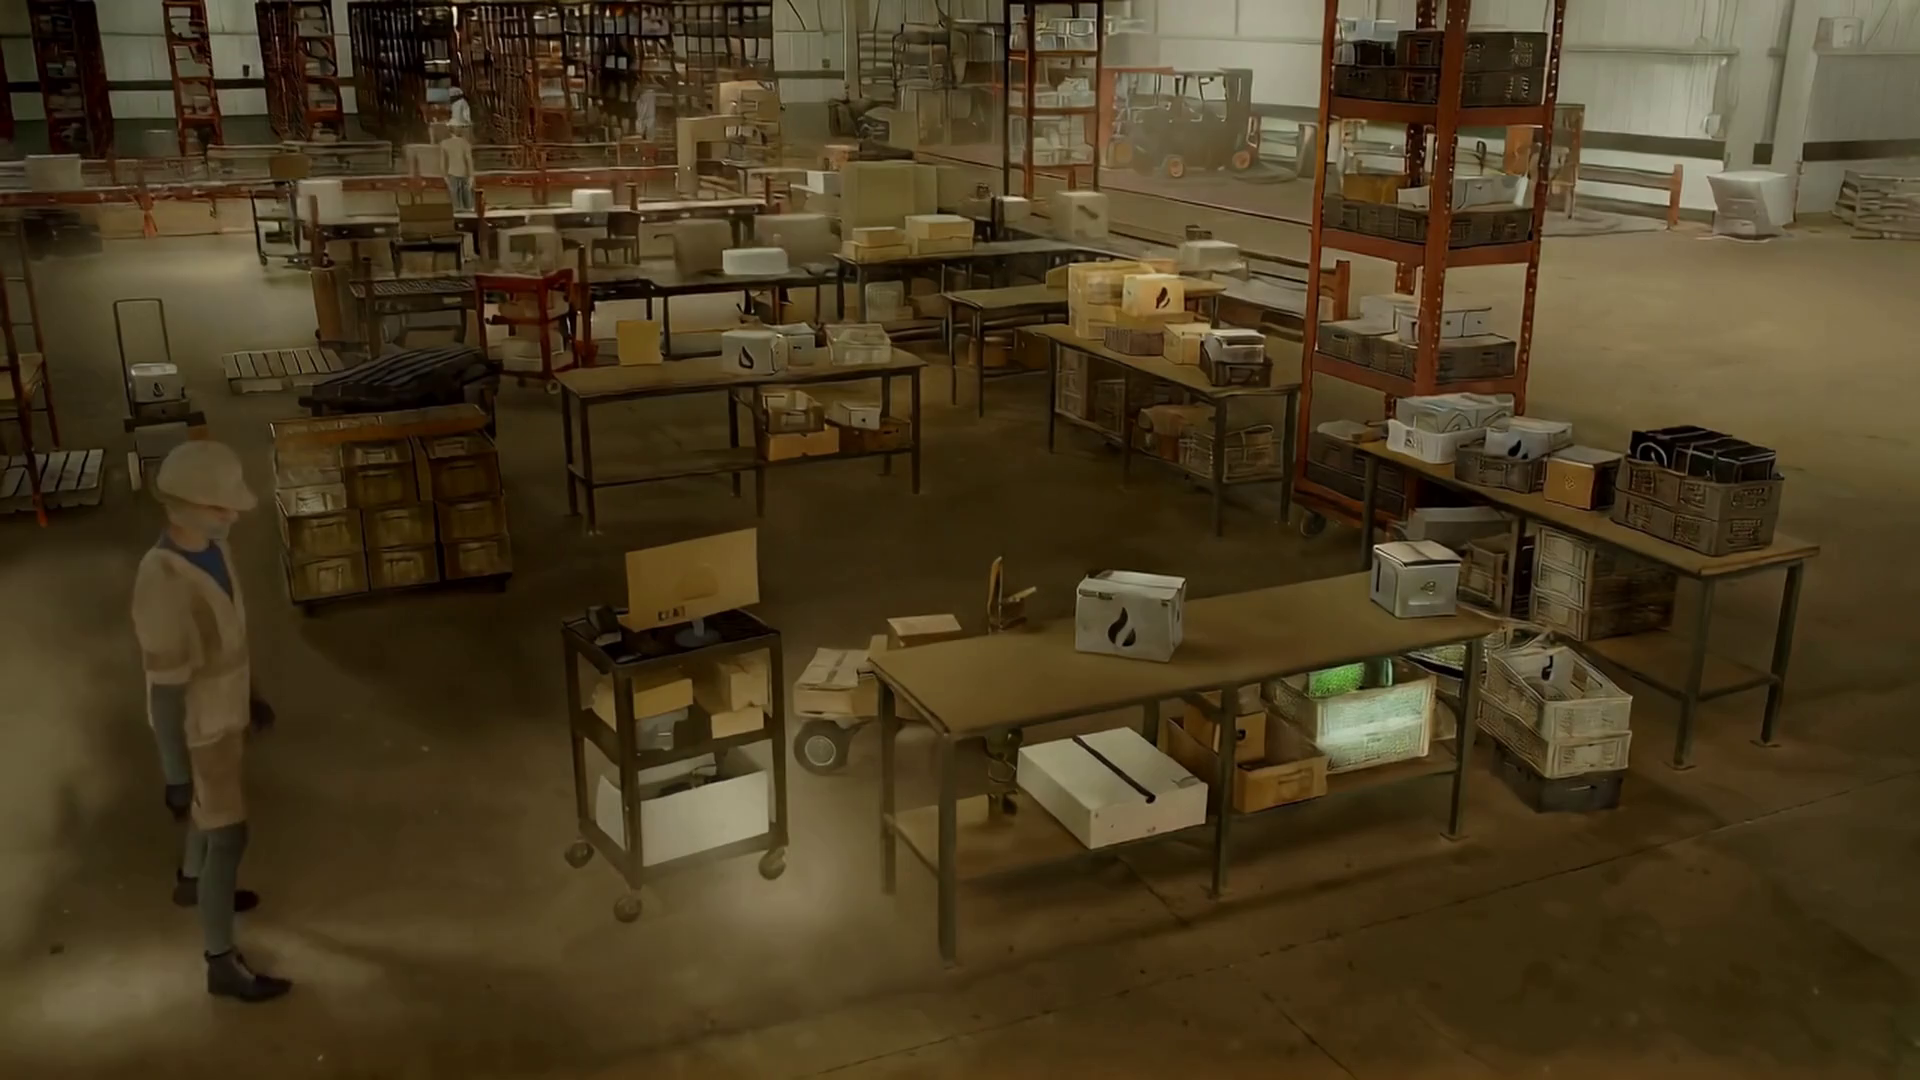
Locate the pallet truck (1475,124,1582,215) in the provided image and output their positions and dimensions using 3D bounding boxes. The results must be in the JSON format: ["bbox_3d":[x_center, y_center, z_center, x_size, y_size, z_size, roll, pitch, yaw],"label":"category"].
[{"bbox_3d":[9.707,-6.455,28.103,1.885,1.965,0.823,-7,19,-20],"label":"pallet truck"}]

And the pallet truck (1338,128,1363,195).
[{"bbox_3d":[7.845,-7.140,31.411,1.522,1.261,0.704,-9,20,-25],"label":"pallet truck"}]

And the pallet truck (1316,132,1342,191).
[{"bbox_3d":[7.723,-7.504,32.656,1.601,1.201,0.680,-8,19,-23],"label":"pallet truck"}]

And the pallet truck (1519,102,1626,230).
[{"bbox_3d":[9.972,-6.037,26.785,1.885,1.965,0.823,-9,20,-25],"label":"pallet truck"}]

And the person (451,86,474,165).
[{"bbox_3d":[-10.828,-8.915,36.127,0.404,1.829,0.591,5,18,15],"label":"person"}]

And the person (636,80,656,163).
[{"bbox_3d":[-7.046,-9.334,37.332,0.407,1.907,0.645,-6,19,-18],"label":"person"}]

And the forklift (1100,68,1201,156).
[{"bbox_3d":[4.082,-9.564,37.410,2.680,1.987,1.157,-8,19,-23],"label":"forklift"}]

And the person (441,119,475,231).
[{"bbox_3d":[-7.890,-5.735,26.226,0.524,1.760,0.326,4,18,13],"label":"person"}]

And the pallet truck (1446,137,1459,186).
[{"bbox_3d":[9.184,-6.485,29.328,1.630,1.274,0.653,-8,19,-23],"label":"pallet truck"}]

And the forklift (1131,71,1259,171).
[{"bbox_3d":[4.998,-8.936,35.413,2.680,1.987,1.157,-9,20,-25],"label":"forklift"}]

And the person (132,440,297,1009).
[{"bbox_3d":[-2.659,0.615,5.830,0.612,2.007,0.852,-3,18,-9],"label":"person"}]
